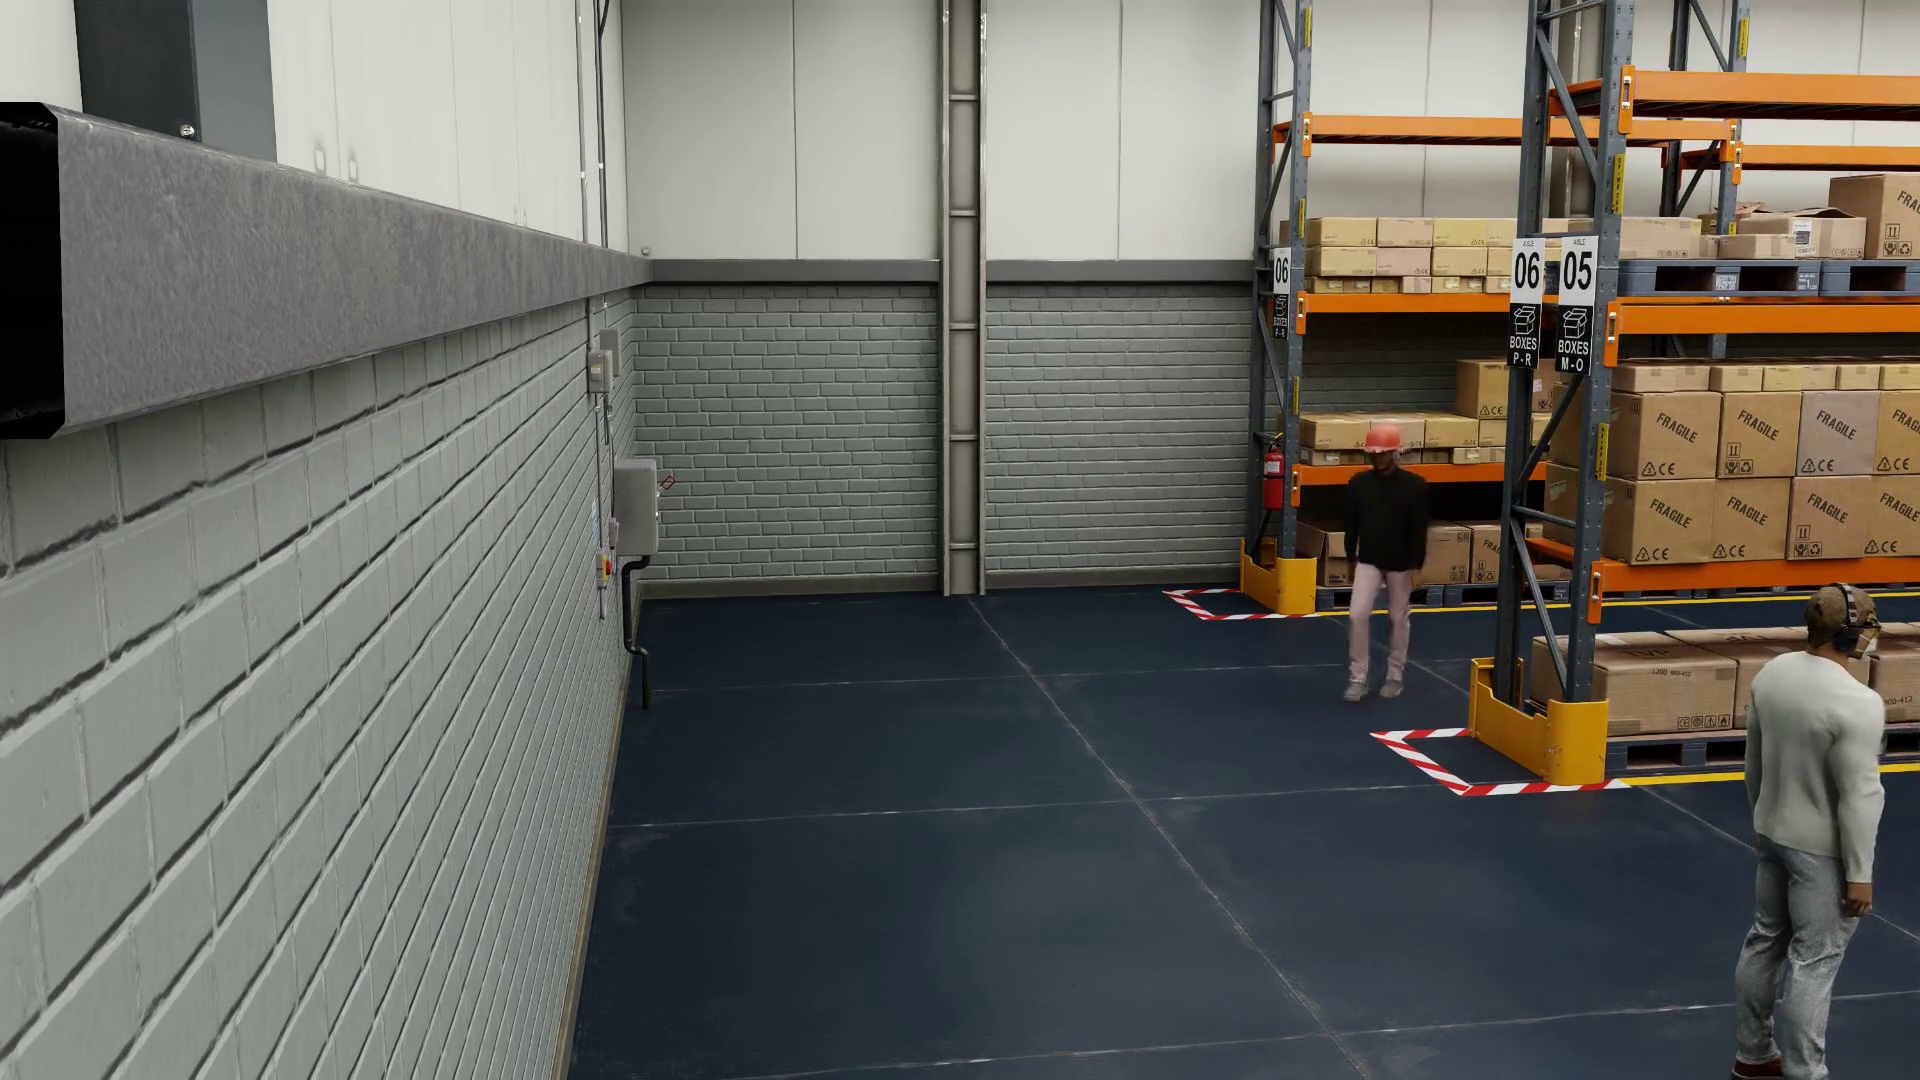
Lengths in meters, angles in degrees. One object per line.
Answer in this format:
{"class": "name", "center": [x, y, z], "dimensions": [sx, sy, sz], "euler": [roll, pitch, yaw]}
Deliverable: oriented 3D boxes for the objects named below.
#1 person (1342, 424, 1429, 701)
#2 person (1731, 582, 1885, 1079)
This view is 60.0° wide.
{"class": "person", "center": [2.955, 0.169, 11.657], "dimensions": [0.637, 1.962, 0.746], "euler": [5, 11, 30]}
{"class": "person", "center": [3.065, 1.105, 5.996], "dimensions": [0.366, 1.938, 0.630], "euler": [-1, 9, -7]}
